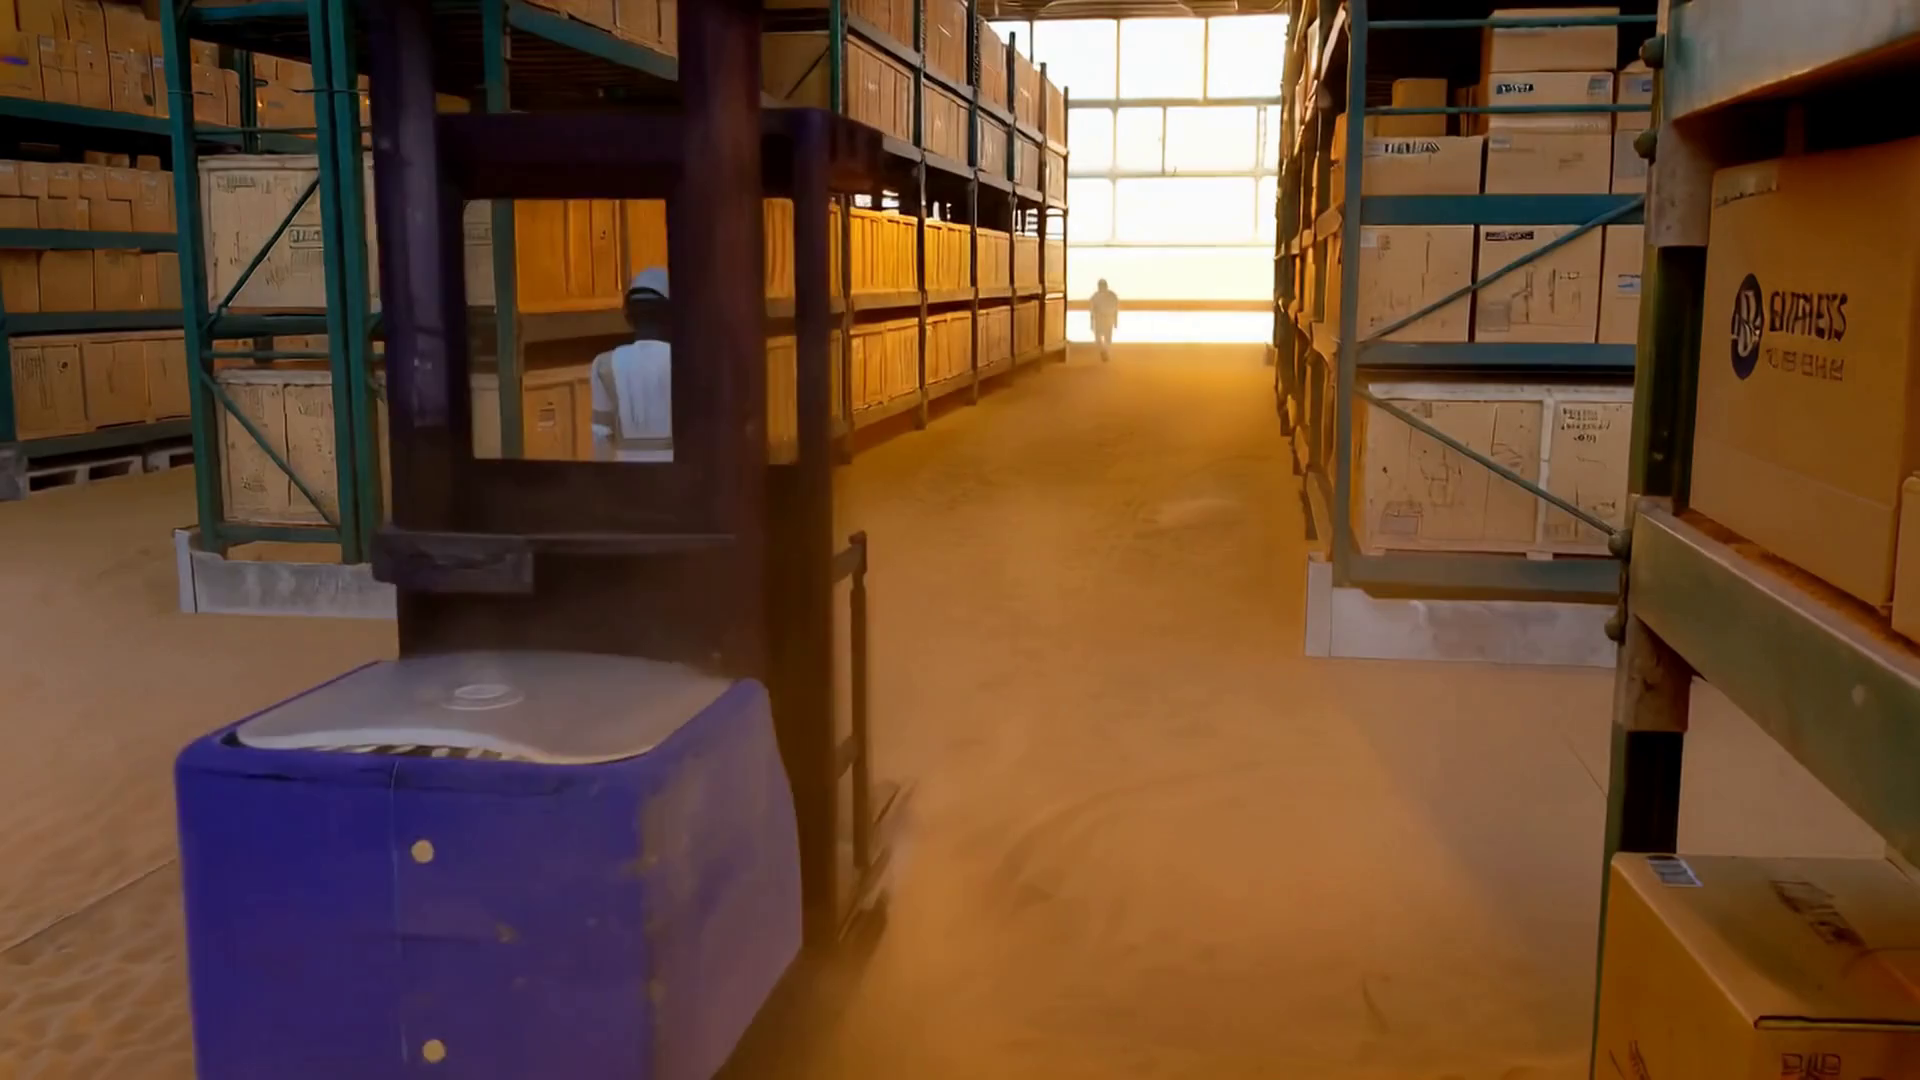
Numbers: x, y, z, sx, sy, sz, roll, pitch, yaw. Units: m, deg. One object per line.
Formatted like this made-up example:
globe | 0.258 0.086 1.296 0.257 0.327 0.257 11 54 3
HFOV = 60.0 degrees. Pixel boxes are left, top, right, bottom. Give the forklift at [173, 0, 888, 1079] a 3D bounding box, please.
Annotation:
forklift | -0.925 -0.052 4.010 1.129 2.768 1.873 2 9 10

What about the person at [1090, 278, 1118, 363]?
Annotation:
person | 3.216 -4.872 36.993 0.670 1.883 0.580 -2 9 -12

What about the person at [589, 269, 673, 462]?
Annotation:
person | -1.403 -0.236 7.768 0.605 2.036 0.383 1 9 9
